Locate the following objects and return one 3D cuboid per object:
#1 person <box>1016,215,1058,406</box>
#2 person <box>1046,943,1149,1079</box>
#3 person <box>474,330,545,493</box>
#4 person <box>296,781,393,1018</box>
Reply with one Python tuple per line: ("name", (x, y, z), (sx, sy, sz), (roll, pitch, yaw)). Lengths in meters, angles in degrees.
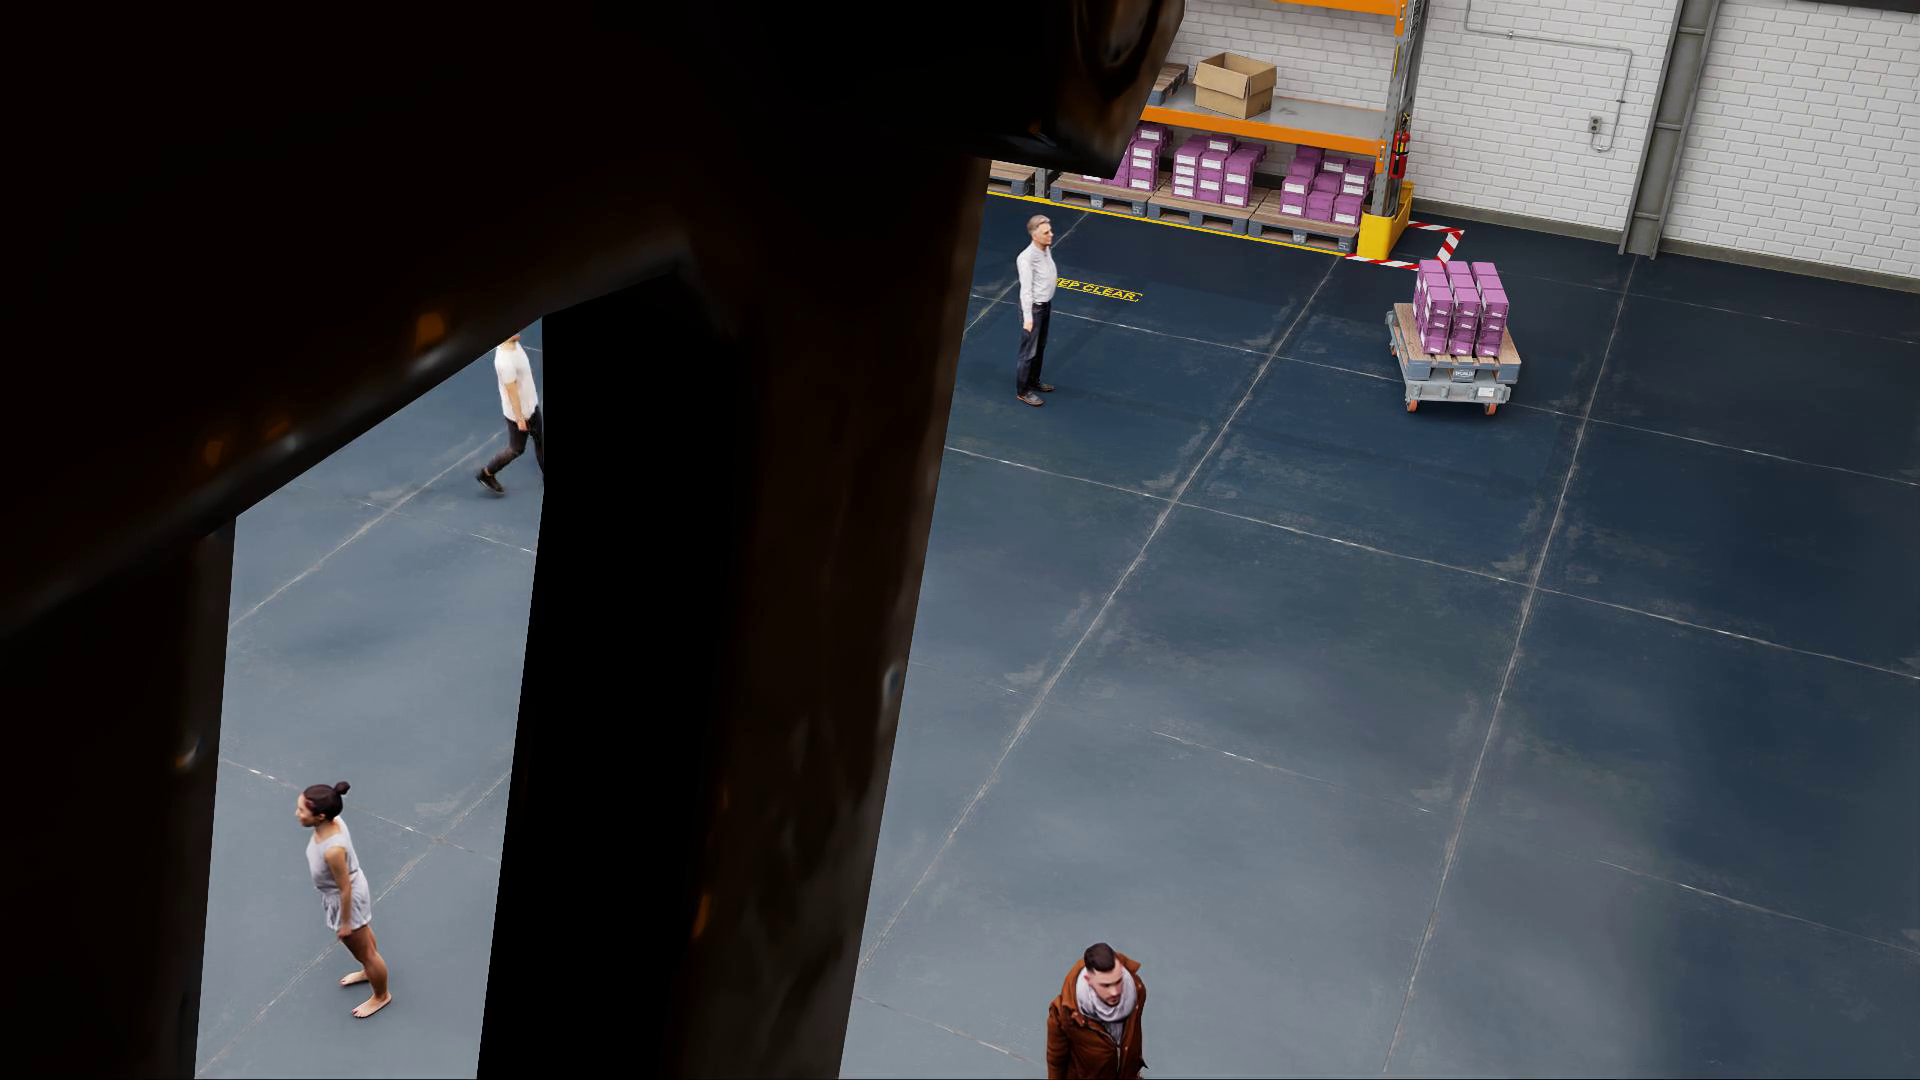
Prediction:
("person", (0.703, -2.154, 15.364), (0.536, 1.819, 0.649), (15, 36, 21))
("person", (0.659, 2.649, 8.121), (0.856, 1.838, 0.896), (-18, 38, -25))
("person", (-3.761, -1.116, 13.915), (1.165, 1.695, 0.970), (-2, 34, -3))
("person", (-3.445, 1.990, 9.323), (0.723, 1.605, 0.646), (-17, 37, -24))
